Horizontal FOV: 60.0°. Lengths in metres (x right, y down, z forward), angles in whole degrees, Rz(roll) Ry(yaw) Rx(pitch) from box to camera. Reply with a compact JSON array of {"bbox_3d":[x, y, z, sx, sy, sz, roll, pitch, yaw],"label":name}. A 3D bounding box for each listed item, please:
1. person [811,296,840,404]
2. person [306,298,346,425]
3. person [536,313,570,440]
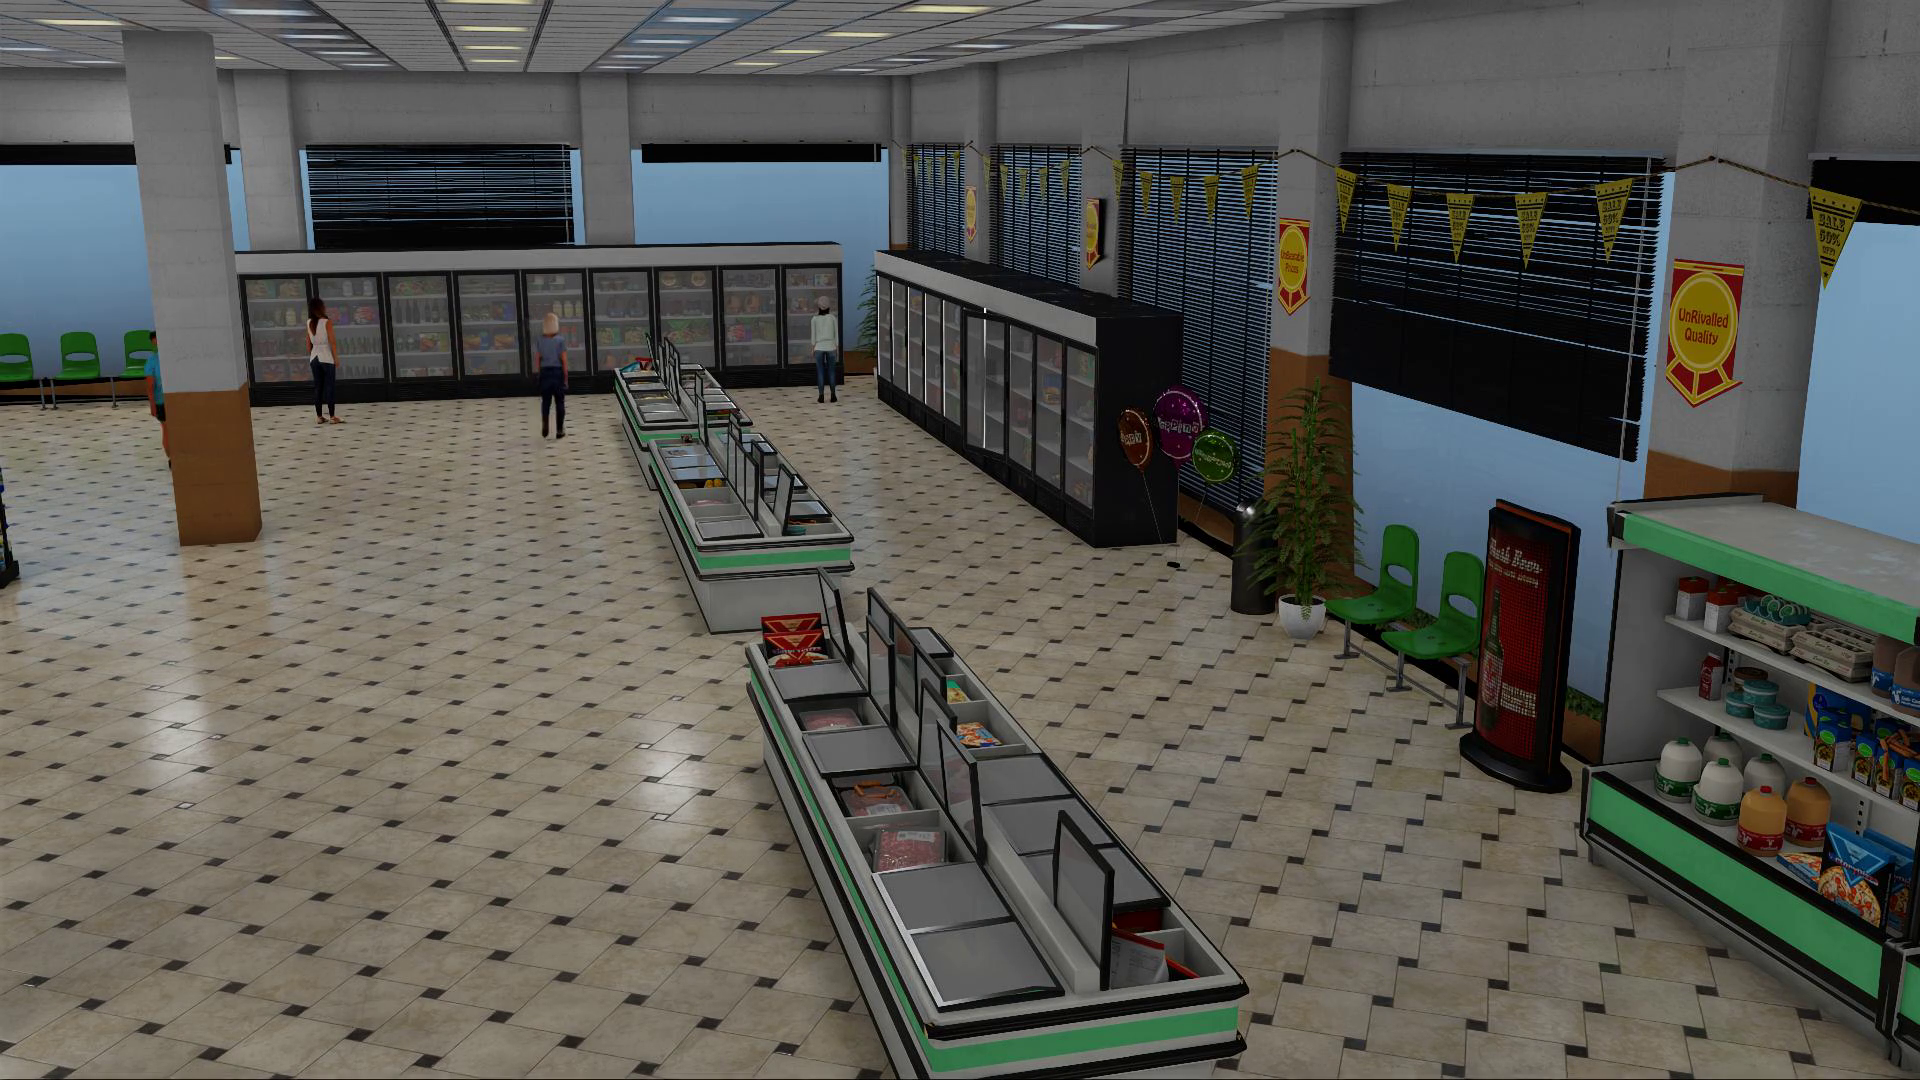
[{"bbox_3d":[-2.078,-2.946,25.644,0.585,1.645,0.529,-2,14,-8],"label":"person"},{"bbox_3d":[-9.098,-2.551,23.719,0.684,1.785,0.689,3,14,14],"label":"person"},{"bbox_3d":[-5.499,-2.176,22.334,0.717,1.709,0.903,0,14,1],"label":"person"}]
